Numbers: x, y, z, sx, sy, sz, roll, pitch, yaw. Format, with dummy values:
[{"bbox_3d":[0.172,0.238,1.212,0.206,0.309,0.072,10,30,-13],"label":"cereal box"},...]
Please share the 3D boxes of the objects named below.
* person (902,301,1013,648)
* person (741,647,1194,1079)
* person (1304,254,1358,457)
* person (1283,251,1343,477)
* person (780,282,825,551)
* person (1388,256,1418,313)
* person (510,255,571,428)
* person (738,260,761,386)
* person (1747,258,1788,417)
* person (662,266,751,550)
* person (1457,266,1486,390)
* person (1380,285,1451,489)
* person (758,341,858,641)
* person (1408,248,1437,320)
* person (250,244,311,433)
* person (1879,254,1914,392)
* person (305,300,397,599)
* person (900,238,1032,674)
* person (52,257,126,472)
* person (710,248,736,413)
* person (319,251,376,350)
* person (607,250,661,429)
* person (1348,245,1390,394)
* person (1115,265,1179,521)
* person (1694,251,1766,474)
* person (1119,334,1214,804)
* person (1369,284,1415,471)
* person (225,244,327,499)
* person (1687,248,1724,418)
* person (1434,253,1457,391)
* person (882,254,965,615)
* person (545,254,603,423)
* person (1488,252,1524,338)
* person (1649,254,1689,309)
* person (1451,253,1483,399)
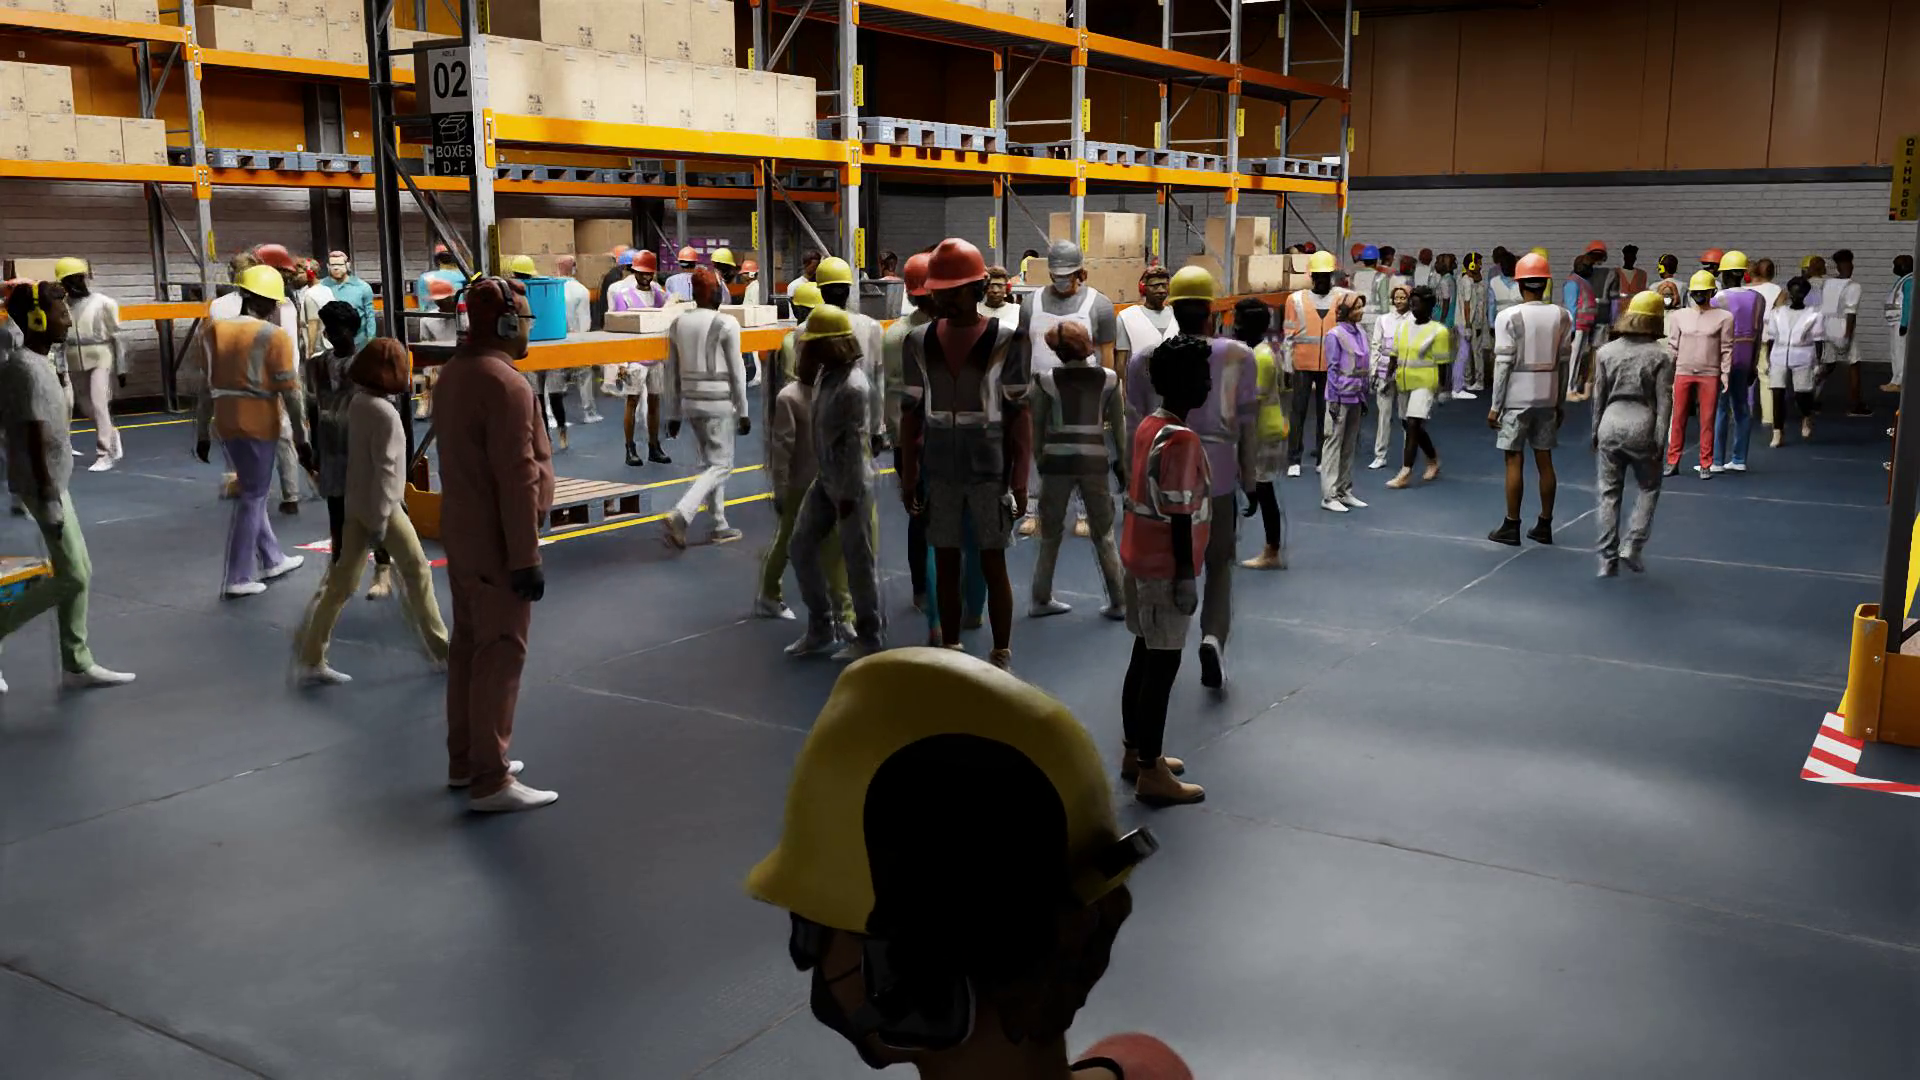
[{"bbox_3d":[-0.015,-0.360,8.343,0.559,1.797,0.922,0,10,0],"label":"person"},{"bbox_3d":[0.010,0.942,1.203,0.340,1.760,0.526,6,12,30],"label":"person"},{"bbox_3d":[3.435,-1.710,15.482,0.595,1.907,0.576,-9,14,-42],"label":"person"},{"bbox_3d":[3.057,-1.497,14.236,0.584,1.928,0.374,0,10,-2],"label":"person"},{"bbox_3d":[-0.969,-0.757,10.617,0.339,1.761,0.524,3,11,18],"label":"person"},{"bbox_3d":[6.007,-2.997,22.894,0.402,1.811,0.695,-1,10,-3],"label":"person"},{"bbox_3d":[-4.739,-2.095,17.749,1.003,1.873,0.584,-3,11,-17],"label":"person"},{"bbox_3d":[-2.887,-3.004,23.114,0.354,1.742,0.561,-2,10,-9],"label":"person"},{"bbox_3d":[9.120,-2.276,18.864,0.517,1.822,0.607,-1,10,-8],"label":"person"},{"bbox_3d":[-1.690,-0.847,10.832,0.565,1.859,0.769,7,12,35],"label":"person"},{"bbox_3d":[6.919,-2.905,22.582,0.337,1.735,0.487,-4,11,-20],"label":"person"},{"bbox_3d":[3.798,-1.273,13.715,0.792,1.666,0.538,-6,12,-32],"label":"person"},{"bbox_3d":[-0.784,-0.300,8.580,0.507,1.575,0.908,-7,13,-35],"label":"person"},{"bbox_3d":[7.792,-3.950,27.953,0.586,1.882,0.341,8,13,38],"label":"person"},{"bbox_3d":[-7.014,-2.061,17.052,1.009,2.000,0.691,-9,14,-41],"label":"person"},{"bbox_3d":[12.618,-2.902,22.306,0.429,1.833,0.637,3,11,18],"label":"person"},{"bbox_3d":[-3.434,-0.505,9.391,0.536,1.691,0.324,2,10,10],"label":"person"},{"bbox_3d":[0.010,-0.294,7.312,0.612,2.029,0.407,4,11,21],"label":"person"},{"bbox_3d":[-7.725,-1.574,14.817,0.598,1.886,0.824,0,10,1],"label":"person"},{"bbox_3d":[-2.810,-2.450,19.527,0.383,1.926,0.585,-2,10,-10],"label":"person"},{"bbox_3d":[-6.455,-2.060,17.417,0.649,1.906,0.401,-3,11,-15],"label":"person"},{"bbox_3d":[-3.483,-2.176,18.074,0.664,1.905,0.916,-2,10,-9],"label":"person"},{"bbox_3d":[5.393,-2.904,21.973,0.605,1.951,0.380,10,14,43],"label":"person"},{"bbox_3d":[1.354,-1.017,11.801,0.571,1.845,0.382,-4,11,-23],"label":"person"},{"bbox_3d":[6.675,-1.537,14.463,0.590,1.926,0.388,-3,11,-14],"label":"person"},{"bbox_3d":[0.750,0.102,6.041,0.320,1.692,0.536,-1,10,-7],"label":"person"},{"bbox_3d":[3.870,-1.429,14.662,0.514,1.641,0.307,6,12,28],"label":"person"},{"bbox_3d":[-5.297,-1.292,12.959,1.043,1.977,0.632,-2,10,-13],"label":"person"},{"bbox_3d":[8.518,-2.353,18.989,0.390,1.927,0.548,-1,10,-7],"label":"person"},{"bbox_3d":[6.498,-2.925,22.377,0.328,1.844,0.514,4,11,22],"label":"person"},{"bbox_3d":[-0.152,-0.568,9.043,0.743,1.952,0.522,-9,14,-41],"label":"person"},{"bbox_3d":[-4.299,-2.171,18.152,0.648,1.874,0.918,4,11,19],"label":"person"},{"bbox_3d":[7.277,-2.853,21.962,0.644,1.850,0.972,6,12,30],"label":"person"},{"bbox_3d":[8.166,-2.368,19.267,0.509,1.860,0.333,-1,10,-8],"label":"person"},{"bbox_3d":[6.491,-2.738,21.308,0.327,1.862,0.510,2,10,11],"label":"person"}]
